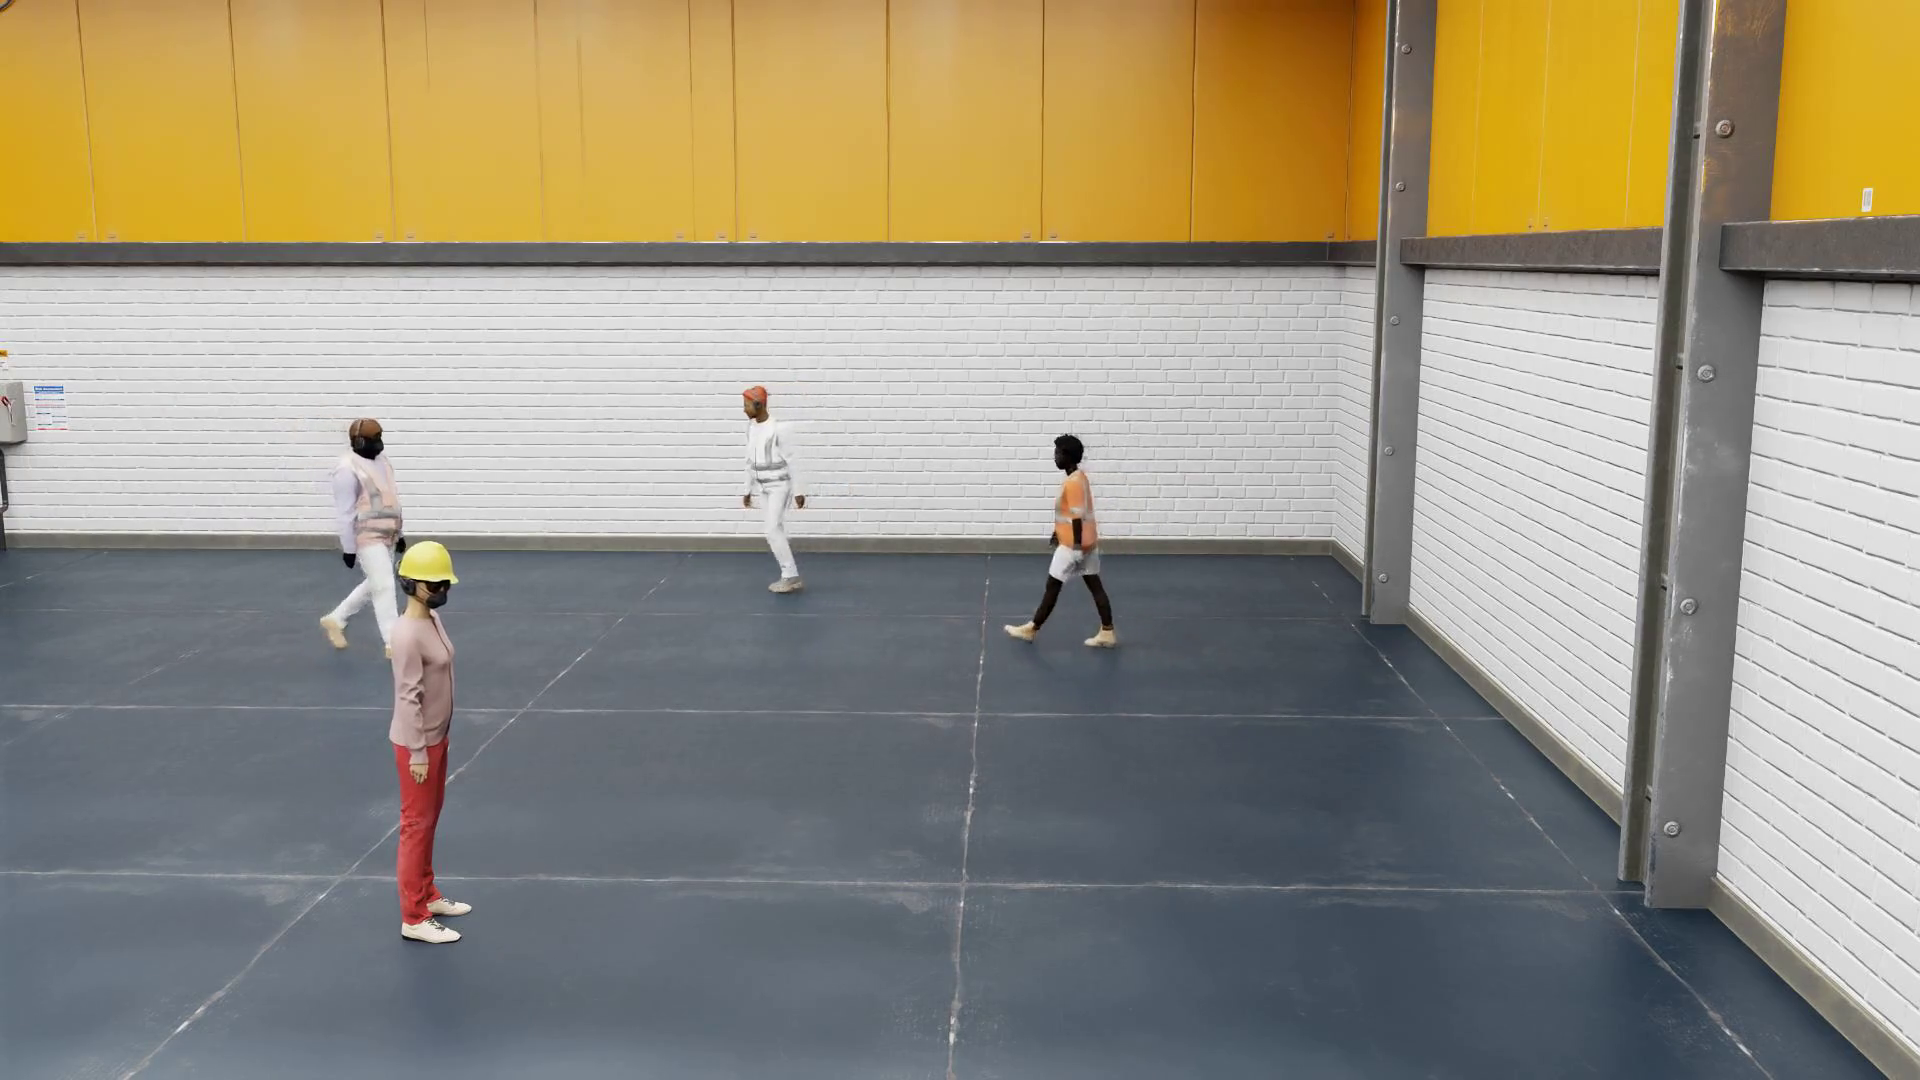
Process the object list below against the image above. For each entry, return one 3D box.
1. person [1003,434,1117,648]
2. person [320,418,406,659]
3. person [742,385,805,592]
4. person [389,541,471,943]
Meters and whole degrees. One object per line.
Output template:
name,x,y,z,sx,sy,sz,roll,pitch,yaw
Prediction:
person,0.790,0.015,12.662,0.900,1.647,0.541,2,10,13
person,-4.433,-0.013,12.388,0.807,1.815,0.630,1,10,5
person,-1.657,-0.454,14.827,0.516,1.853,0.596,-7,12,-36
person,-2.332,0.876,7.326,0.323,1.763,0.533,-1,10,-7
